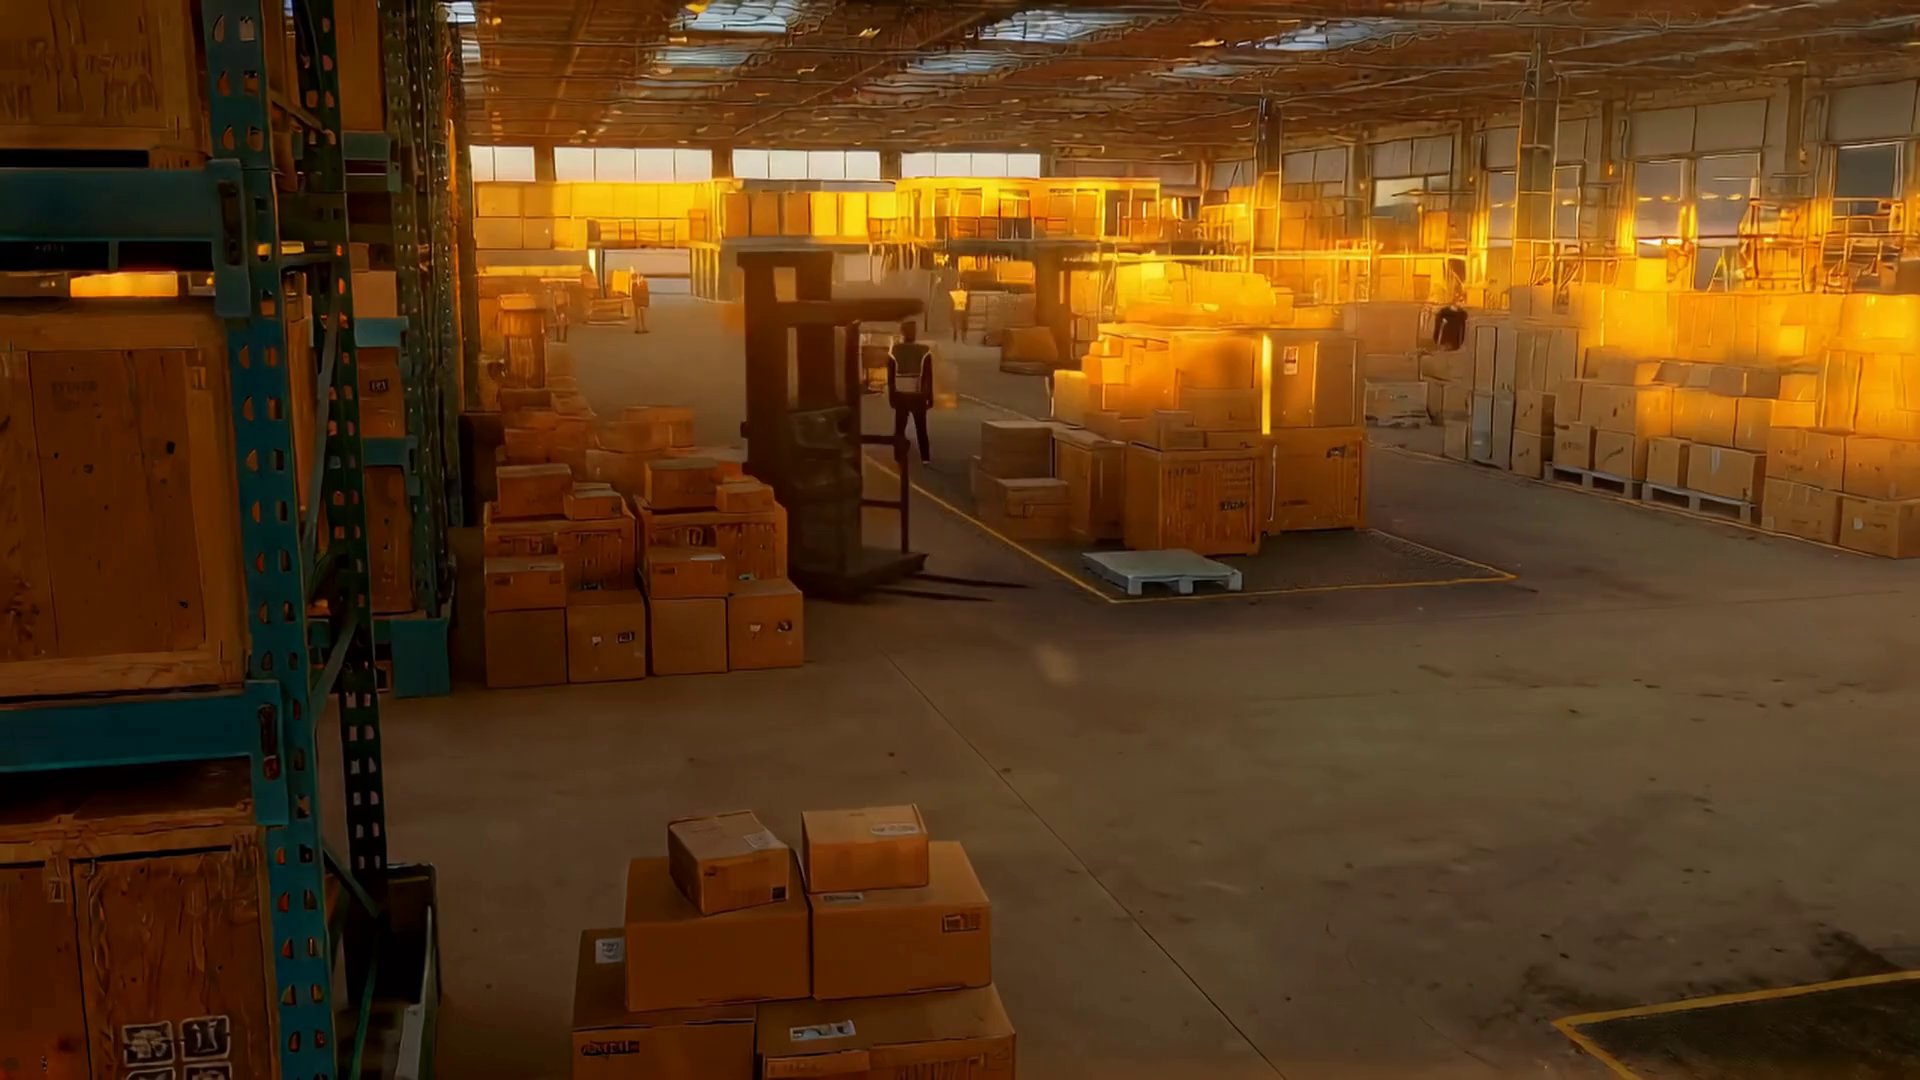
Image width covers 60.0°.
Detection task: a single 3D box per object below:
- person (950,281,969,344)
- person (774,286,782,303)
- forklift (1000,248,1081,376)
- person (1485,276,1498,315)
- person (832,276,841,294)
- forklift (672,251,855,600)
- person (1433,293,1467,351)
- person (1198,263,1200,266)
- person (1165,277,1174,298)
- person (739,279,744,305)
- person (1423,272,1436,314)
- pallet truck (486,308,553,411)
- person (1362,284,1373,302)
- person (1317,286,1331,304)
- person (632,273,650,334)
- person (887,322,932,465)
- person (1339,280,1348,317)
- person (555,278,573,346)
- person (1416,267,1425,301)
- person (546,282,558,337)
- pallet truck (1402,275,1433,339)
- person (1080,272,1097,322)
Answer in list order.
[{"bbox_3d":[0.012,-6.686,48.917,0.596,1.871,0.990,-4,11,-19],"label":"person"},{"bbox_3d":[-5.447,-6.531,47.531,0.696,2.000,1.030,2,10,13],"label":"person"},{"bbox_3d":[1.924,-5.066,36.860,1.873,2.768,1.129,-3,10,-15],"label":"forklift"},{"bbox_3d":[18.804,-8.416,58.819,0.630,1.835,0.430,-9,14,-42],"label":"person"},{"bbox_3d":[-4.236,-7.758,54.894,0.573,1.888,0.962,-2,10,-14],"label":"person"},{"bbox_3d":[-1.449,-1.034,14.028,1.873,2.768,1.129,6,12,29],"label":"forklift"},{"bbox_3d":[10.009,-4.092,34.056,0.653,1.920,0.507,-1,10,-4],"label":"person"},{"bbox_3d":[13.017,-14.157,90.836,0.613,1.997,0.374,-4,11,-20],"label":"person"},{"bbox_3d":[6.742,-7.500,53.501,0.330,1.874,0.518,2,10,12],"label":"person"},{"bbox_3d":[-10.375,-12.427,81.491,1.016,1.824,0.634,-2,10,-13],"label":"person"},{"bbox_3d":[18.073,-9.350,63.943,0.948,1.896,0.668,4,11,23],"label":"person"},{"bbox_3d":[-6.242,-2.418,24.362,0.823,1.965,1.885,1,10,3],"label":"pallet truck"},{"bbox_3d":[13.314,-7.578,54.565,0.861,1.647,0.544,7,12,33],"label":"person"},{"bbox_3d":[9.819,-6.052,45.507,0.851,1.798,0.558,-5,11,-28],"label":"person"},{"bbox_3d":[-10.516,-7.801,54.851,0.378,1.996,0.611,10,14,43],"label":"person"},{"bbox_3d":[-0.661,-1.923,21.839,0.606,1.906,0.424,3,10,14],"label":"person"},{"bbox_3d":[13.240,-8.084,57.270,0.899,1.695,0.503,-1,10,-5],"label":"person"},{"bbox_3d":[-11.475,-6.605,48.202,0.612,1.957,0.375,9,14,42],"label":"person"},{"bbox_3d":[20.940,-11.433,75.636,0.376,1.918,0.584,-8,13,-37],"label":"person"},{"bbox_3d":[-12.884,-7.262,52.508,0.421,1.745,0.549,-1,10,-3],"label":"person"},{"bbox_3d":[14.620,-7.324,52.145,0.823,1.965,1.885,8,13,40],"label":"pallet truck"},{"bbox_3d":[4.887,-9.178,62.903,0.663,1.897,0.939,-4,11,-20],"label":"person"}]
